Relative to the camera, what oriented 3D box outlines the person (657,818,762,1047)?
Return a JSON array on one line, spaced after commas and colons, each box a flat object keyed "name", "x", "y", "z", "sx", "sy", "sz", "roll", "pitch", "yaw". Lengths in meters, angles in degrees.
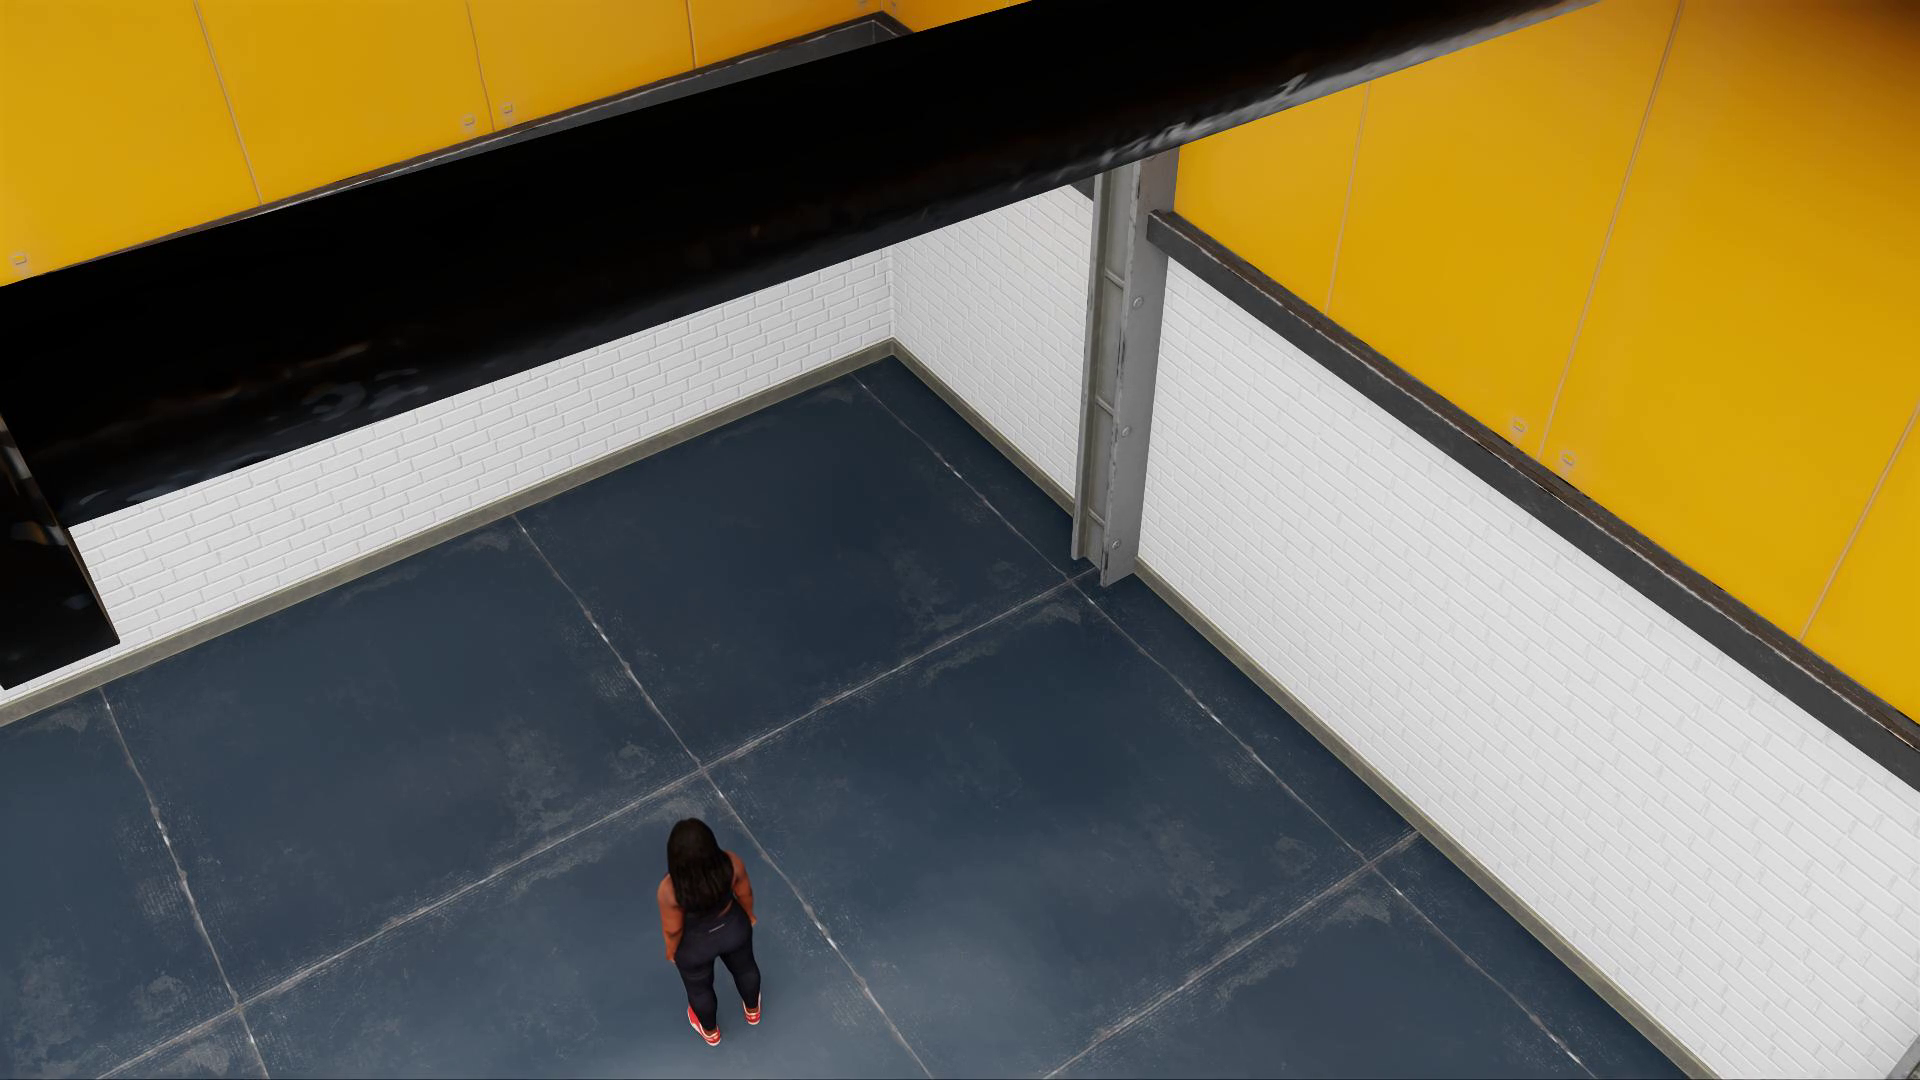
[{"name": "person", "x": -1.322, "y": 2.074, "z": 8.802, "sx": 0.696, "sy": 1.815, "sz": 0.651, "roll": -19, "pitch": 47, "yaw": -19}]
